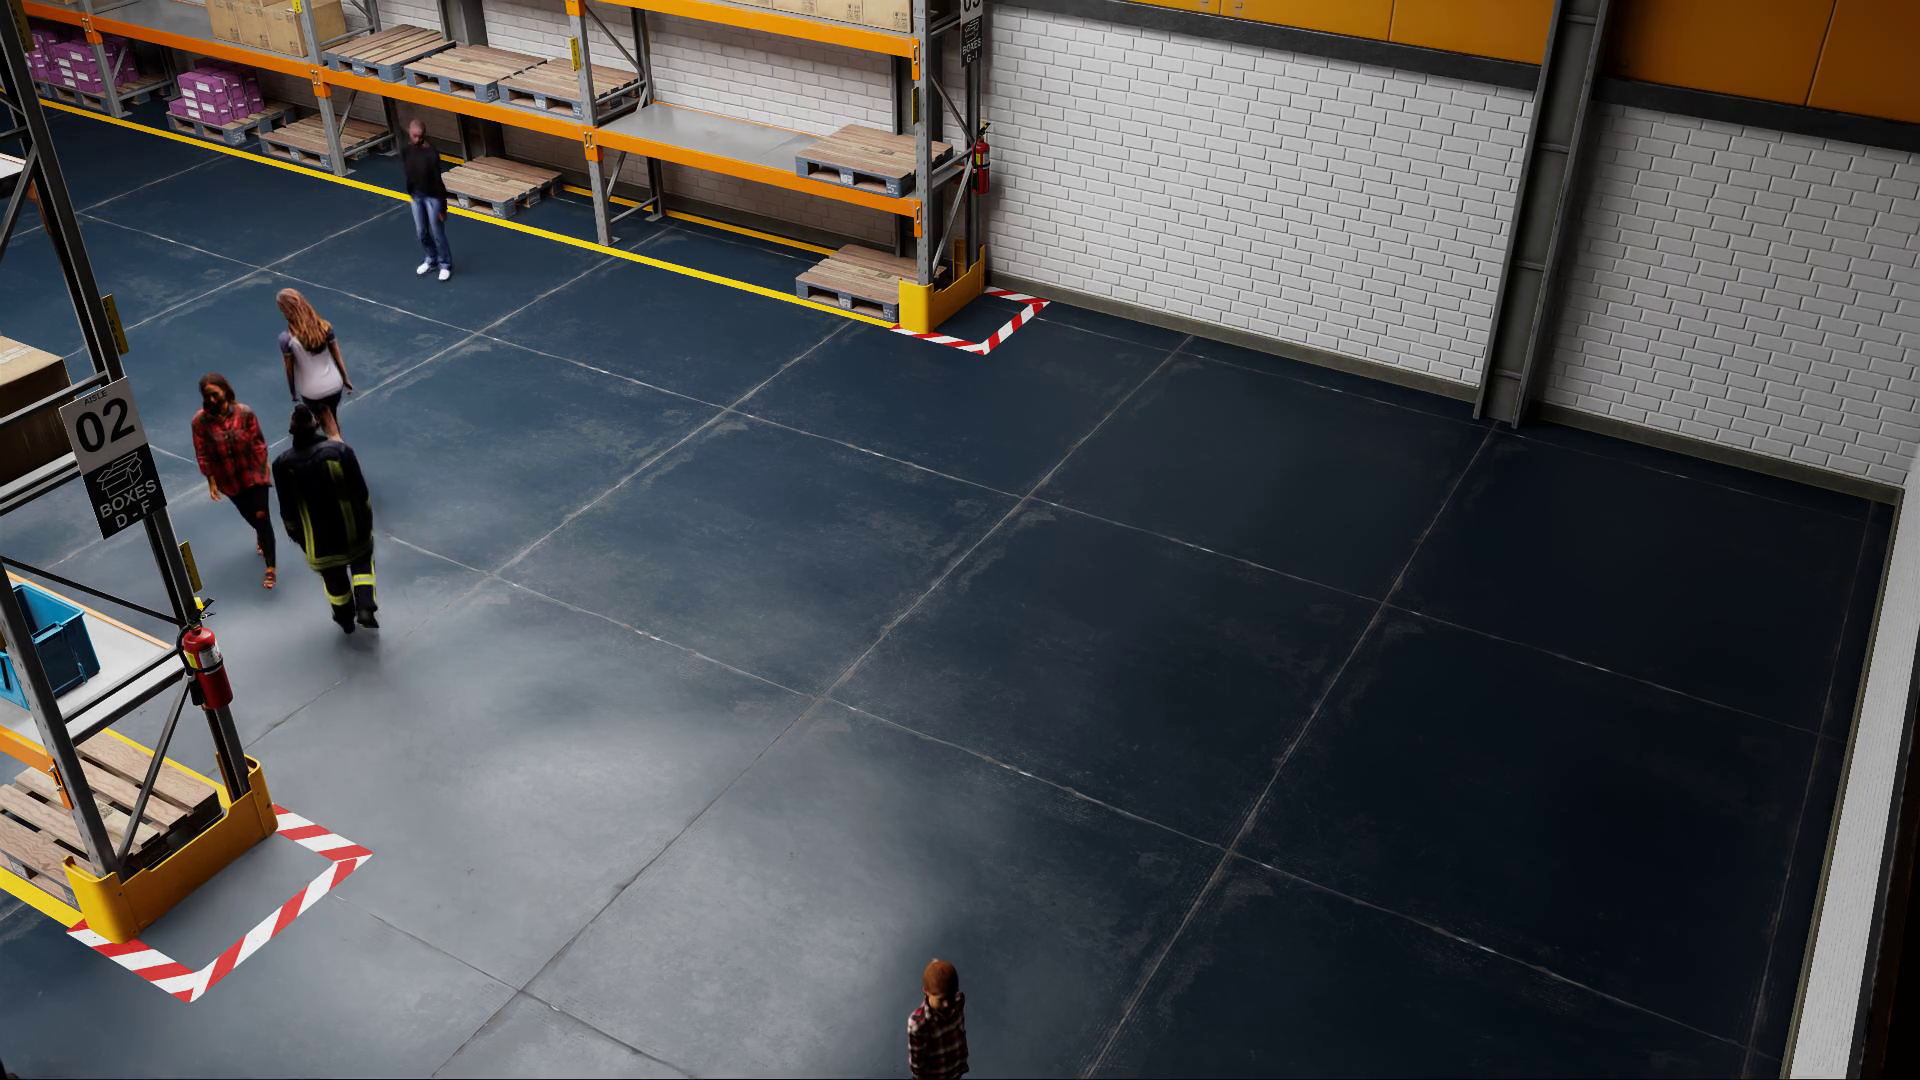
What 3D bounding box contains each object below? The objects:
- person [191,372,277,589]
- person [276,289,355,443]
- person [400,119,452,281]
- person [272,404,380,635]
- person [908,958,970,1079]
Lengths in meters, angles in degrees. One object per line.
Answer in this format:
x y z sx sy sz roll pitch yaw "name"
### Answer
-5.349 -0.506 12.332 1.076 1.646 1.169 -10 35 -15 "person"
-5.071 -1.155 13.277 1.065 1.679 0.754 29 43 36 "person"
-5.321 -3.420 16.662 0.676 1.705 0.811 18 38 25 "person"
-4.348 -0.087 11.515 0.952 1.851 1.009 -10 35 -15 "person"
-0.114 2.524 8.079 0.570 1.306 0.574 29 43 36 "person"
